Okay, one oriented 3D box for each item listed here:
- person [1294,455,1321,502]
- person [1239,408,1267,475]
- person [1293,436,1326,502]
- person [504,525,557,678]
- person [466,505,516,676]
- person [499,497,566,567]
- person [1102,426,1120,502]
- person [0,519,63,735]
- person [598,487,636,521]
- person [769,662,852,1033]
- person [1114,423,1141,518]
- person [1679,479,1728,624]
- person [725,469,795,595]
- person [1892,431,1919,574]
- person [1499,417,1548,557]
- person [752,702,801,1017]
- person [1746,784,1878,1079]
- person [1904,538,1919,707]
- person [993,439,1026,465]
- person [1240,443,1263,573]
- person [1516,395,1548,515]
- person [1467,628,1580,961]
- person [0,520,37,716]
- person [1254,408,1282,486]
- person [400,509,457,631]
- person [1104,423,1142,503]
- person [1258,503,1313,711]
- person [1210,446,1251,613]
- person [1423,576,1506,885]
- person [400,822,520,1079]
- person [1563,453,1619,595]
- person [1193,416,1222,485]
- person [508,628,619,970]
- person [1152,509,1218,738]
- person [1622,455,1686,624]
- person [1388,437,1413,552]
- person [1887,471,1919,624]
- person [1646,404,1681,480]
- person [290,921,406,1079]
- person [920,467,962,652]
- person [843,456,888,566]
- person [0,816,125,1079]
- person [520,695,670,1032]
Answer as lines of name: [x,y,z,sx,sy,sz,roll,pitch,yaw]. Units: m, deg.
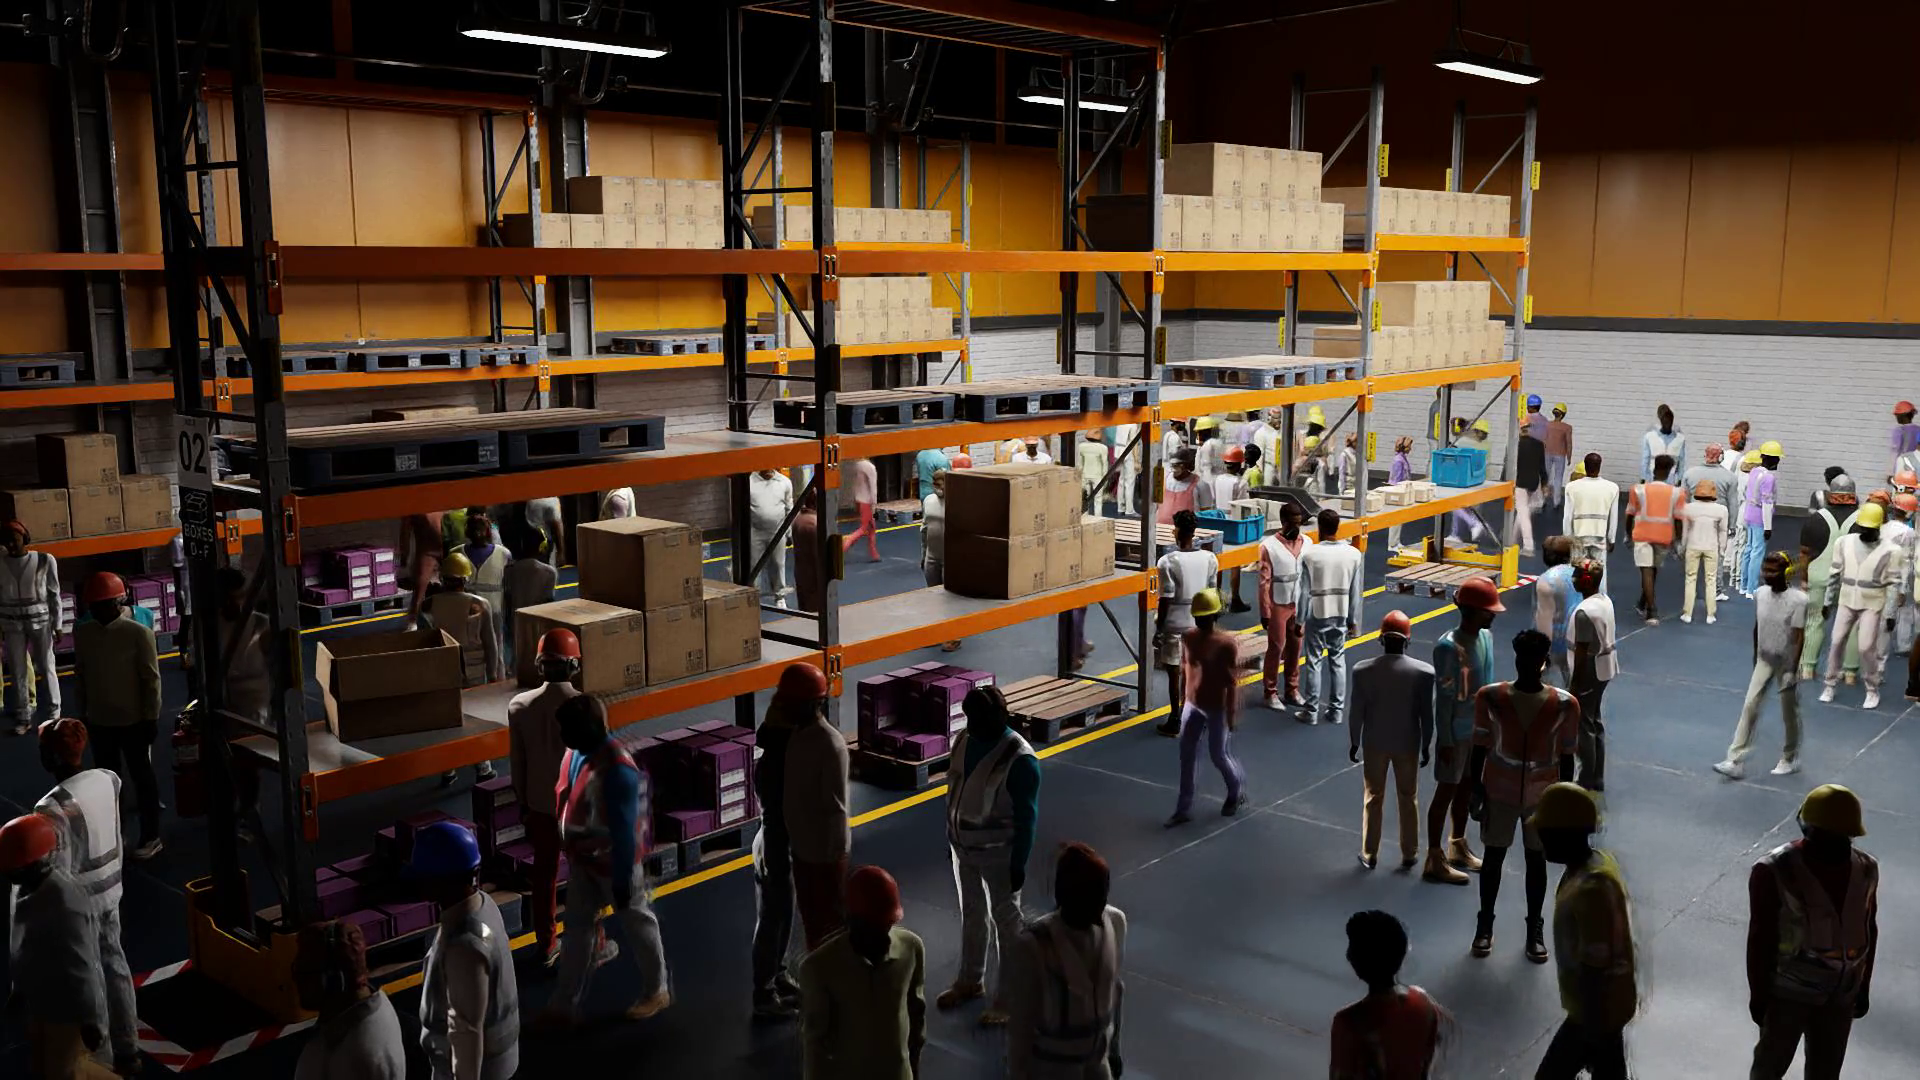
person: [4.415,-0.271,21.165,0.367,1.620,0.515,-3,10,-20]
person: [4.573,-1.216,25.940,0.592,1.913,0.400,-7,12,-38]
person: [4.715,-0.535,22.417,0.444,1.724,0.552,-8,13,-41]
person: [-3.620,0.790,14.189,0.518,1.832,0.806,1,10,9]
person: [-4.587,0.471,16.172,0.808,1.797,0.525,-8,13,-41]
person: [-4.596,0.068,17.880,0.702,2.000,0.666,5,11,28]
person: [2.630,-1.644,28.237,0.392,1.995,0.612,-2,10,-12]
person: [-8.050,0.748,14.318,0.584,1.879,0.369,-3,10,-18]
person: [-3.858,0.029,18.738,0.428,1.838,0.620,-1,10,-5]
person: [-0.787,1.618,8.813,0.414,1.986,0.637,-5,11,-29]
person: [2.670,-1.276,26.470,0.389,1.850,0.566,-4,10,-23]
person: [8.355,0.128,18.738,0.503,1.631,0.283,3,10,20]
person: [-2.412,-0.313,20.155,0.767,2.000,0.698,-3,10,-20]
person: [12.363,-0.481,21.466,0.604,1.938,0.402,1,10,6]
person: [7.801,-0.780,23.255,0.640,1.933,1.012,-3,10,-20]
person: [-0.956,1.705,9.035,0.321,1.736,0.489,1,10,8]
person: [3.747,1.946,7.322,0.595,1.823,0.403,-1,10,-7]
person: [8.937,0.552,15.213,0.362,1.963,0.614,2,10,10]
person: [0.670,-0.798,23.381,0.586,1.928,0.369,9,13,44]
person: [3.819,-0.419,21.815,0.319,1.696,0.532,0,10,0]
person: [9.234,-1.371,26.793,0.411,1.940,0.601,8,13,41]
person: [3.275,1.474,9.712,0.604,1.963,0.367,3,10,16]
person: [-8.538,0.687,14.818,0.561,1.836,0.390,-1,10,-6]
person: [4.697,-1.040,24.948,0.653,1.895,0.402,-7,12,-36]
person: [-5.819,0.085,18.371,0.816,1.855,0.550,-6,11,-31]
person: [2.821,-1.391,27.788,0.838,1.648,0.567,-2,10,-9]
person: [2.952,0.600,15.117,0.598,1.907,0.408,-6,11,-31]
person: [3.158,-0.126,19.343,0.361,1.938,0.545,-9,13,-43]
person: [3.339,1.238,10.933,0.609,2.034,0.404,-9,13,-43]
person: [-1.923,2.028,6.488,0.415,1.939,0.611,-2,10,-14]
person: [7.130,-0.029,18.850,0.590,1.911,0.394,2,10,10]
person: [3.463,-0.792,23.397,0.498,1.904,0.600,5,11,29]
person: [-2.267,1.486,9.552,0.610,1.993,0.380,1,10,8]
person: [1.918,0.713,14.248,0.614,1.963,0.361,-5,11,-29]
person: [7.853,-0.019,18.826,0.608,1.902,1.037,2,10,9]
person: [6.159,-0.637,23.318,0.313,1.631,0.525,3,10,19]
person: [10.552,0.080,18.714,0.354,1.737,0.574,6,11,30]
person: [11.005,-1.208,26.093,0.505,1.842,0.349,4,10,20]
person: [-2.058,2.193,5.596,0.403,1.906,0.651,-4,10,-22]
person: [-0.173,0.199,17.410,0.630,1.937,0.373,8,12,39]
person: [-1.332,-0.509,22.263,0.774,1.740,0.526,-5,11,-27]
person: [-3.907,1.997,7.295,0.580,1.726,0.580,9,13,44]
person: [-1.938,1.713,8.764,0.902,1.789,0.752,-8,12,-40]
